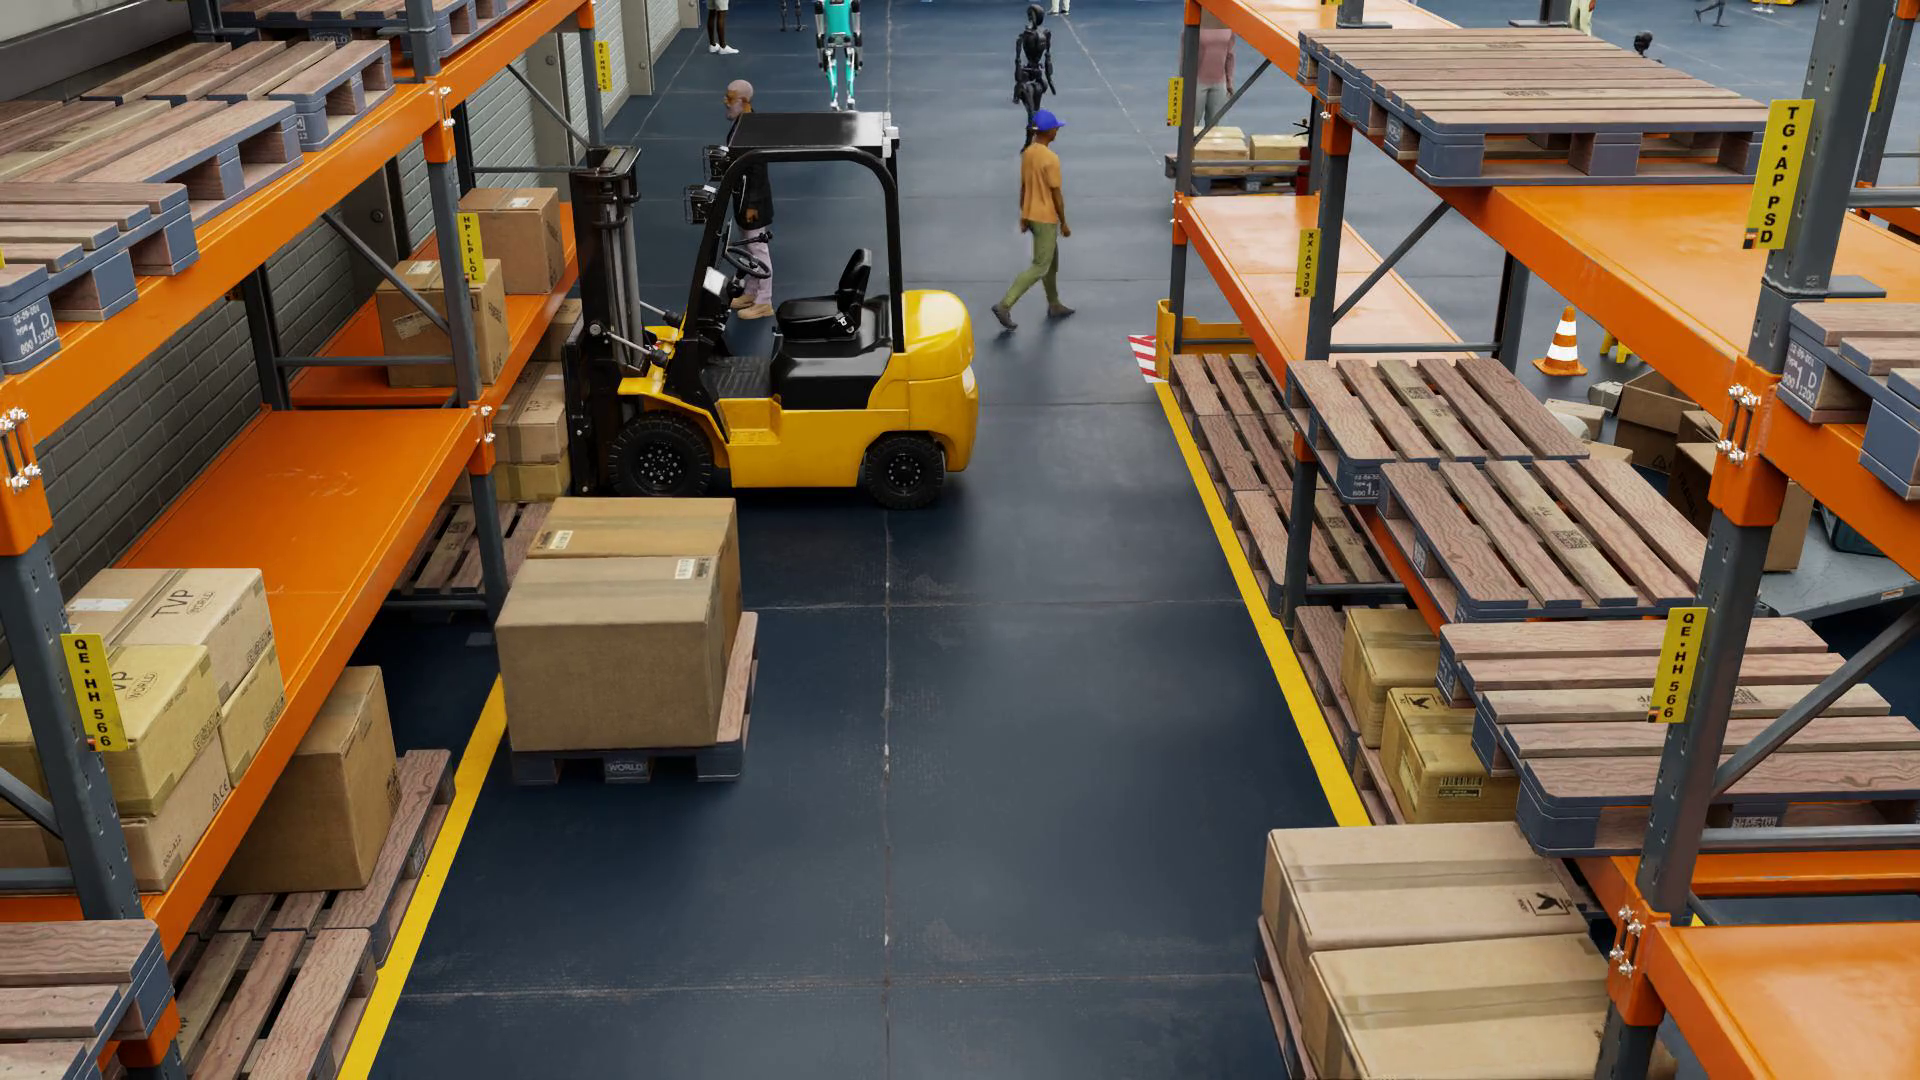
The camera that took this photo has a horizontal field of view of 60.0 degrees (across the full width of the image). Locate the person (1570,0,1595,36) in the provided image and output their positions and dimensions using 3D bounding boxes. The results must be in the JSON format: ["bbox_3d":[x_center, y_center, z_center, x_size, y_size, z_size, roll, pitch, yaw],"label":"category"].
[{"bbox_3d":[8.914,-7.716,23.745,0.383,1.891,0.546,-7,26,-15],"label":"person"}]

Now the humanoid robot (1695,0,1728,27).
[{"bbox_3d":[12.535,-9.342,27.446,0.571,1.634,0.590,14,29,28],"label":"humanoid robot"}]

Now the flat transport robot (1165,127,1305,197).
[{"bbox_3d":[2.778,-3.469,16.651,0.659,0.231,1.431,-4,26,-9],"label":"flat transport robot"}]

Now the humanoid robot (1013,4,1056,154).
[{"bbox_3d":[0.821,-5.088,18.439,0.402,1.647,0.609,23,34,40],"label":"humanoid robot"}]

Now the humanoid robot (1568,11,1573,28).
[{"bbox_3d":[6.345,-4.734,17.653,0.576,1.790,0.893,-7,26,-15],"label":"humanoid robot"}]

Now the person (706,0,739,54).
[{"bbox_3d":[-3.645,-8.270,24.911,0.381,1.900,0.544,-18,31,-34],"label":"person"}]

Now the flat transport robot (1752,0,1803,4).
[{"bbox_3d":[15.053,-9.999,30.478,0.659,0.231,1.431,18,31,33],"label":"flat transport robot"}]

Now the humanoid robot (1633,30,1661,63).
[{"bbox_3d":[6.693,-4.259,16.673,0.610,1.653,0.311,-1,25,-3],"label":"humanoid robot"}]

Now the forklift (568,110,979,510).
[{"bbox_3d":[-1.043,-1.379,9.976,2.313,2.155,1.214,-1,25,-2],"label":"forklift"}]

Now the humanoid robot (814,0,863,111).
[{"bbox_3d":[-1.382,-5.458,19.091,0.548,1.764,0.674,-1,25,-3],"label":"humanoid robot"}]

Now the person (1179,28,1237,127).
[{"bbox_3d":[2.596,-4.795,17.506,0.634,1.936,0.352,-8,26,-16],"label":"person"}]

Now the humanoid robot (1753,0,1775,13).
[{"bbox_3d":[14.058,-9.988,28.773,0.542,1.799,0.770,-7,26,-14],"label":"humanoid robot"}]

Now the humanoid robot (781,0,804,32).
[{"bbox_3d":[-2.786,-9.120,26.951,0.599,1.657,0.315,-1,25,-2],"label":"humanoid robot"}]

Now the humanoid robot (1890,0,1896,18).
[{"bbox_3d":[16.057,-9.696,28.234,0.609,1.625,0.730,15,29,29],"label":"humanoid robot"}]

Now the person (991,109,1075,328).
[{"bbox_3d":[0.592,-2.478,12.889,0.791,1.683,0.447,-12,28,-24],"label":"person"}]

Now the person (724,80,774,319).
[{"bbox_3d":[-1.667,-2.690,13.143,0.401,1.855,0.544,-9,27,-18],"label":"person"}]

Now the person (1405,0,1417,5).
[{"bbox_3d":[6.853,-8.465,25.398,0.387,1.837,0.561,23,34,40],"label":"person"}]

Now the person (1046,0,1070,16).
[{"bbox_3d":[1.710,-9.949,28.628,0.562,1.755,0.322,-18,31,-33],"label":"person"}]
